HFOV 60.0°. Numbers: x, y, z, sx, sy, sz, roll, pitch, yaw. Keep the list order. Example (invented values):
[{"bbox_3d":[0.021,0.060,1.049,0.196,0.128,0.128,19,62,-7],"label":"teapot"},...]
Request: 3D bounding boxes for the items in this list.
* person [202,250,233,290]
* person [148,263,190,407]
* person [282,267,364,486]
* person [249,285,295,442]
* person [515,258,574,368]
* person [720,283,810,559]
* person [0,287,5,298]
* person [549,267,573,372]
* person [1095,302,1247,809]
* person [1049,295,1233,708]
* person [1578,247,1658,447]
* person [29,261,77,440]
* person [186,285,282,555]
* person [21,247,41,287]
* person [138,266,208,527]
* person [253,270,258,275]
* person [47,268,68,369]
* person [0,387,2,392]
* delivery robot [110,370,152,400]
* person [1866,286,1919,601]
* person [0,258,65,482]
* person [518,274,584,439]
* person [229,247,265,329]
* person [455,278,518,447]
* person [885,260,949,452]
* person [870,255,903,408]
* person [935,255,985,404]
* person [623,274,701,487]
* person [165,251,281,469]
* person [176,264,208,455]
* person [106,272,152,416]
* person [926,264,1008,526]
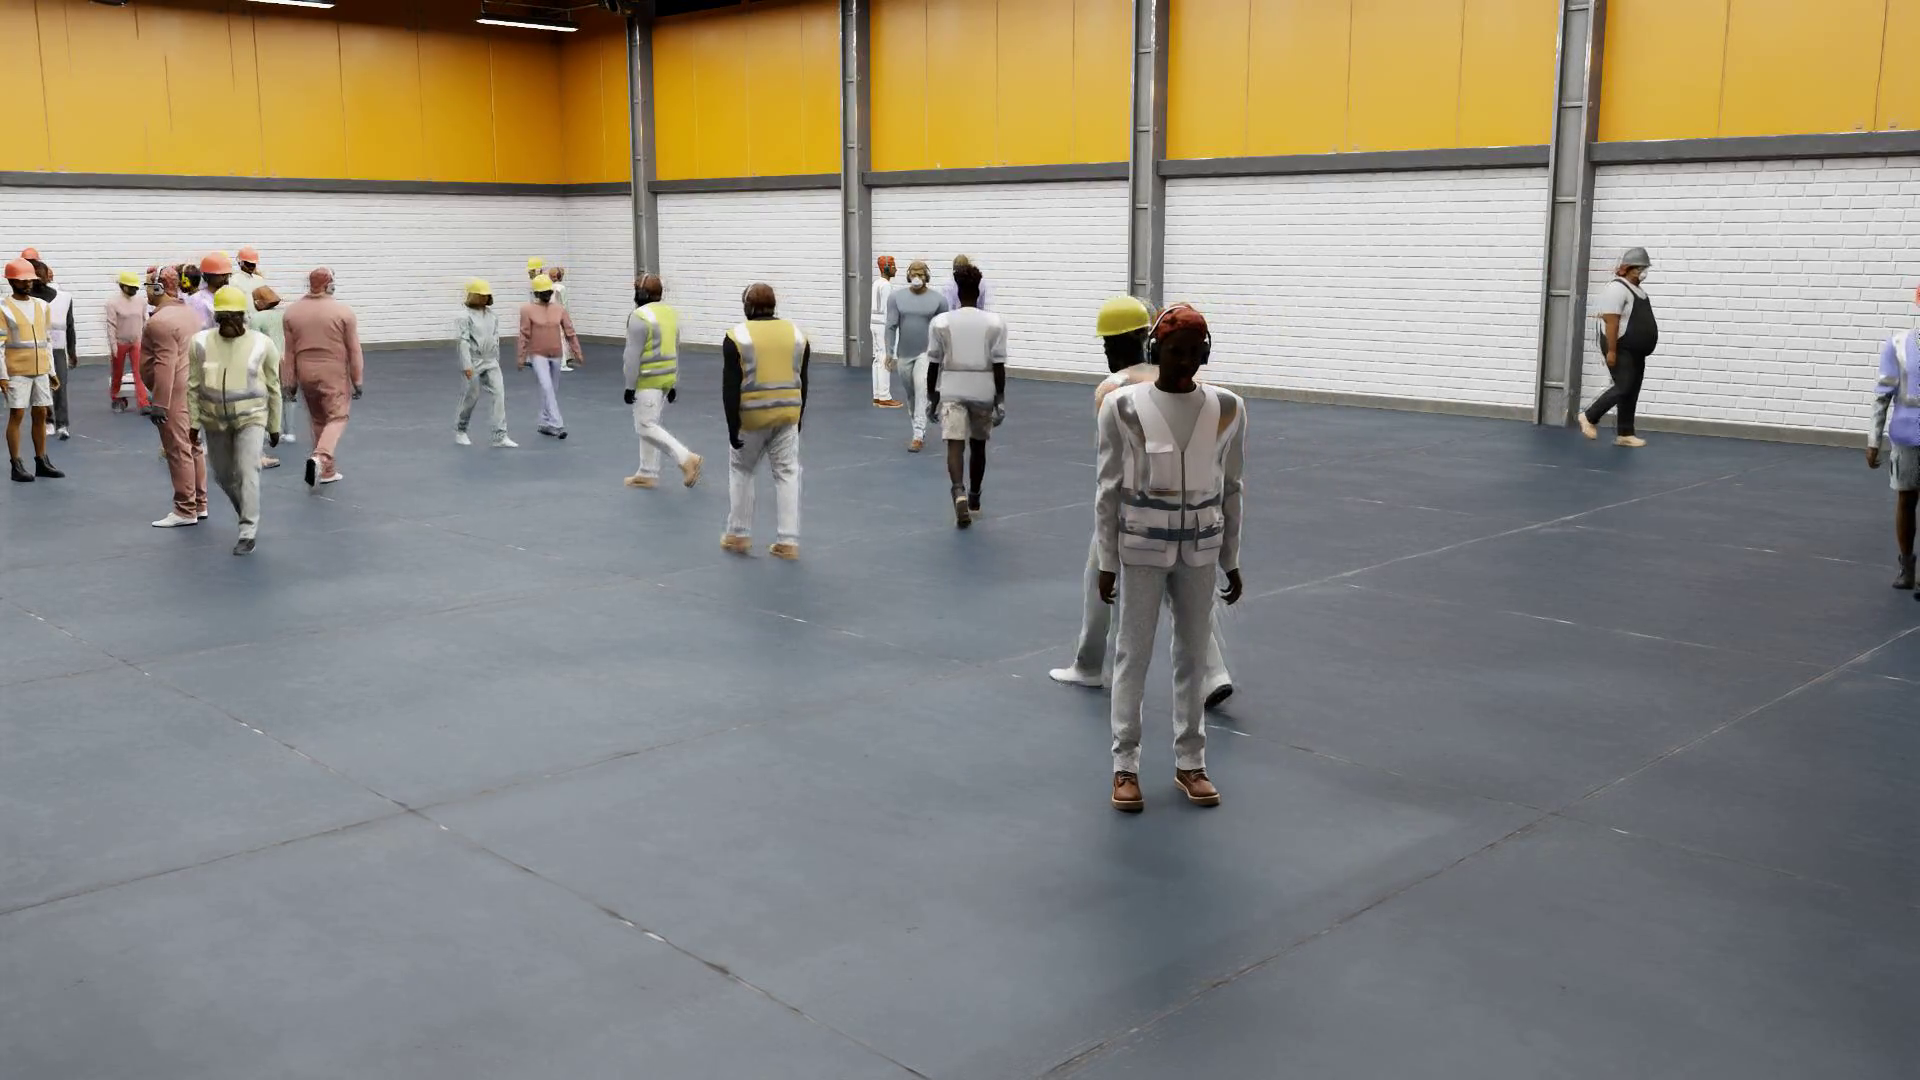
[{"bbox_3d":[-10.320,-3.090,23.302,0.595,1.925,0.370,6,12,29],"label":"person"},{"bbox_3d":[-8.995,-2.286,19.228,0.807,1.817,0.583,1,10,6],"label":"person"},{"bbox_3d":[-5.390,-1.363,14.038,0.669,1.870,0.823,1,10,5],"label":"person"},{"bbox_3d":[-7.135,-1.820,17.209,0.602,1.608,0.532,7,13,35],"label":"person"},{"bbox_3d":[-6.699,-3.643,26.777,0.939,1.772,0.612,-3,11,-17],"label":"person"},{"bbox_3d":[-1.332,-0.801,11.126,0.642,1.813,0.781,-6,12,-28],"label":"person"},{"bbox_3d":[-13.791,-3.138,23.643,0.489,1.893,0.670,-5,12,-27],"label":"person"},{"bbox_3d":[-6.320,-3.457,26.113,0.521,1.634,0.310,8,13,38],"label":"person"},{"bbox_3d":[0.785,0.067,6.203,0.574,1.886,0.356,-2,11,-10],"label":"person"},{"bbox_3d":[0.853,-0.171,7.555,0.605,1.877,1.005,-10,14,-44],"label":"person"},{"bbox_3d":[6.716,-1.954,16.801,0.624,2.000,0.701,10,14,43],"label":"person"},{"bbox_3d":[-9.635,-1.992,17.508,0.609,1.857,1.046,-6,12,-30],"label":"person"},{"bbox_3d":[-4.927,-0.838,11.357,0.589,1.809,0.789,-1,10,-6],"label":"person"},{"bbox_3d":[-14.511,-3.606,26.086,0.551,1.937,0.357,2,11,10],"label":"person"},{"bbox_3d":[-5.808,-1.052,12.247,0.408,1.909,0.638,-1,10,-6],"label":"person"},{"bbox_3d":[-11.680,-3.704,27.465,0.533,1.618,0.345,9,13,39],"label":"person"},{"bbox_3d":[-14.357,-3.485,26.244,0.306,1.639,0.523,7,12,32],"label":"person"},{"bbox_3d":[-13.166,-2.917,22.519,0.328,1.872,0.513,0,10,1],"label":"person"},{"bbox_3d":[-9.981,-1.904,20.324,0.707,0.478,0.477,-4,11,-19],"label":"delivery robot"},{"bbox_3d":[5.647,-0.590,9.759,0.573,1.891,0.932,7,13,34],"label":"person"},{"bbox_3d":[-8.116,-1.481,14.500,0.378,1.936,0.548,5,12,26],"label":"person"},{"bbox_3d":[-4.268,-1.914,17.438,0.641,1.709,0.874,-8,13,-37],"label":"person"},{"bbox_3d":[-9.013,-2.721,21.129,0.393,1.986,0.611,5,11,25],"label":"person"},{"bbox_3d":[-4.869,-1.794,16.831,0.807,1.703,0.501,8,13,37],"label":"person"},{"bbox_3d":[-0.421,-1.863,16.734,0.627,1.900,1.023,2,11,9],"label":"person"},{"bbox_3d":[-0.928,-2.585,20.674,0.362,1.883,0.575,-3,11,-15],"label":"person"},{"bbox_3d":[0.006,-2.603,20.755,0.650,1.882,1.037,-6,12,-30],"label":"person"},{"bbox_3d":[-2.523,-1.313,13.915,0.753,1.816,0.629,3,11,18],"label":"person"},{"bbox_3d":[-6.812,-1.620,15.142,1.014,2.001,0.626,2,11,8],"label":"person"},{"bbox_3d":[-7.396,-1.735,16.105,0.487,1.850,0.549,2,11,10],"label":"person"},{"bbox_3d":[-9.917,-2.336,19.817,0.937,1.706,0.541,8,13,36],"label":"person"},{"bbox_3d":[0.050,-1.084,12.391,0.605,1.931,0.952,0,10,0],"label":"person"}]
